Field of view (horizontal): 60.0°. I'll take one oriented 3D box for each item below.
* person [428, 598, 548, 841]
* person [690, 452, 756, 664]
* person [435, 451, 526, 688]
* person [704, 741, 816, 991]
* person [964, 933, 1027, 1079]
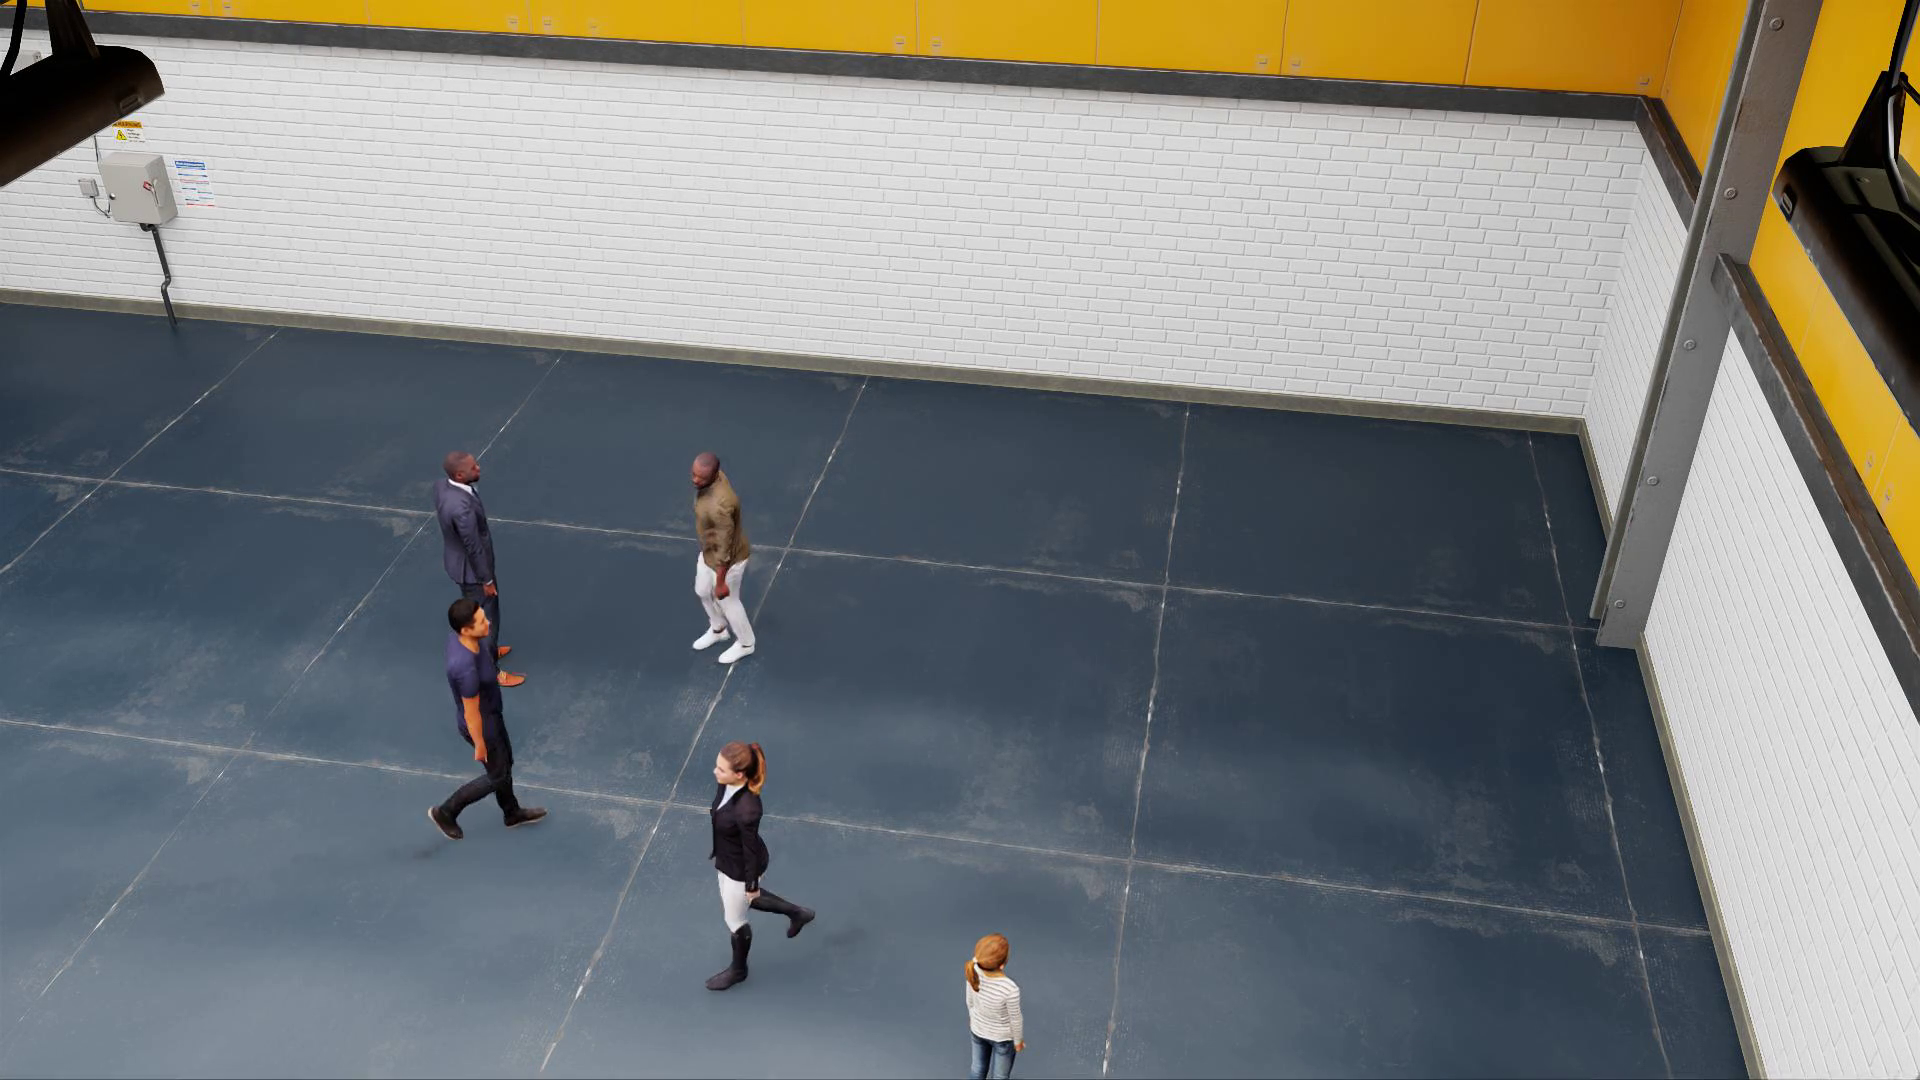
[{"bbox_3d":[-2.968,1.112,10.043,0.937,1.776,0.973,-9,35,-13],"label":"person"},{"bbox_3d":[-1.626,0.093,11.556,0.939,1.797,0.834,-8,34,-12],"label":"person"},{"bbox_3d":[-3.351,0.170,11.421,0.844,1.819,0.756,-20,38,-27],"label":"person"},{"bbox_3d":[-1.123,1.763,9.117,0.921,1.717,0.945,-13,36,-19],"label":"person"},{"bbox_3d":[0.161,2.483,8.395,0.550,1.316,0.591,22,39,29],"label":"person"}]
